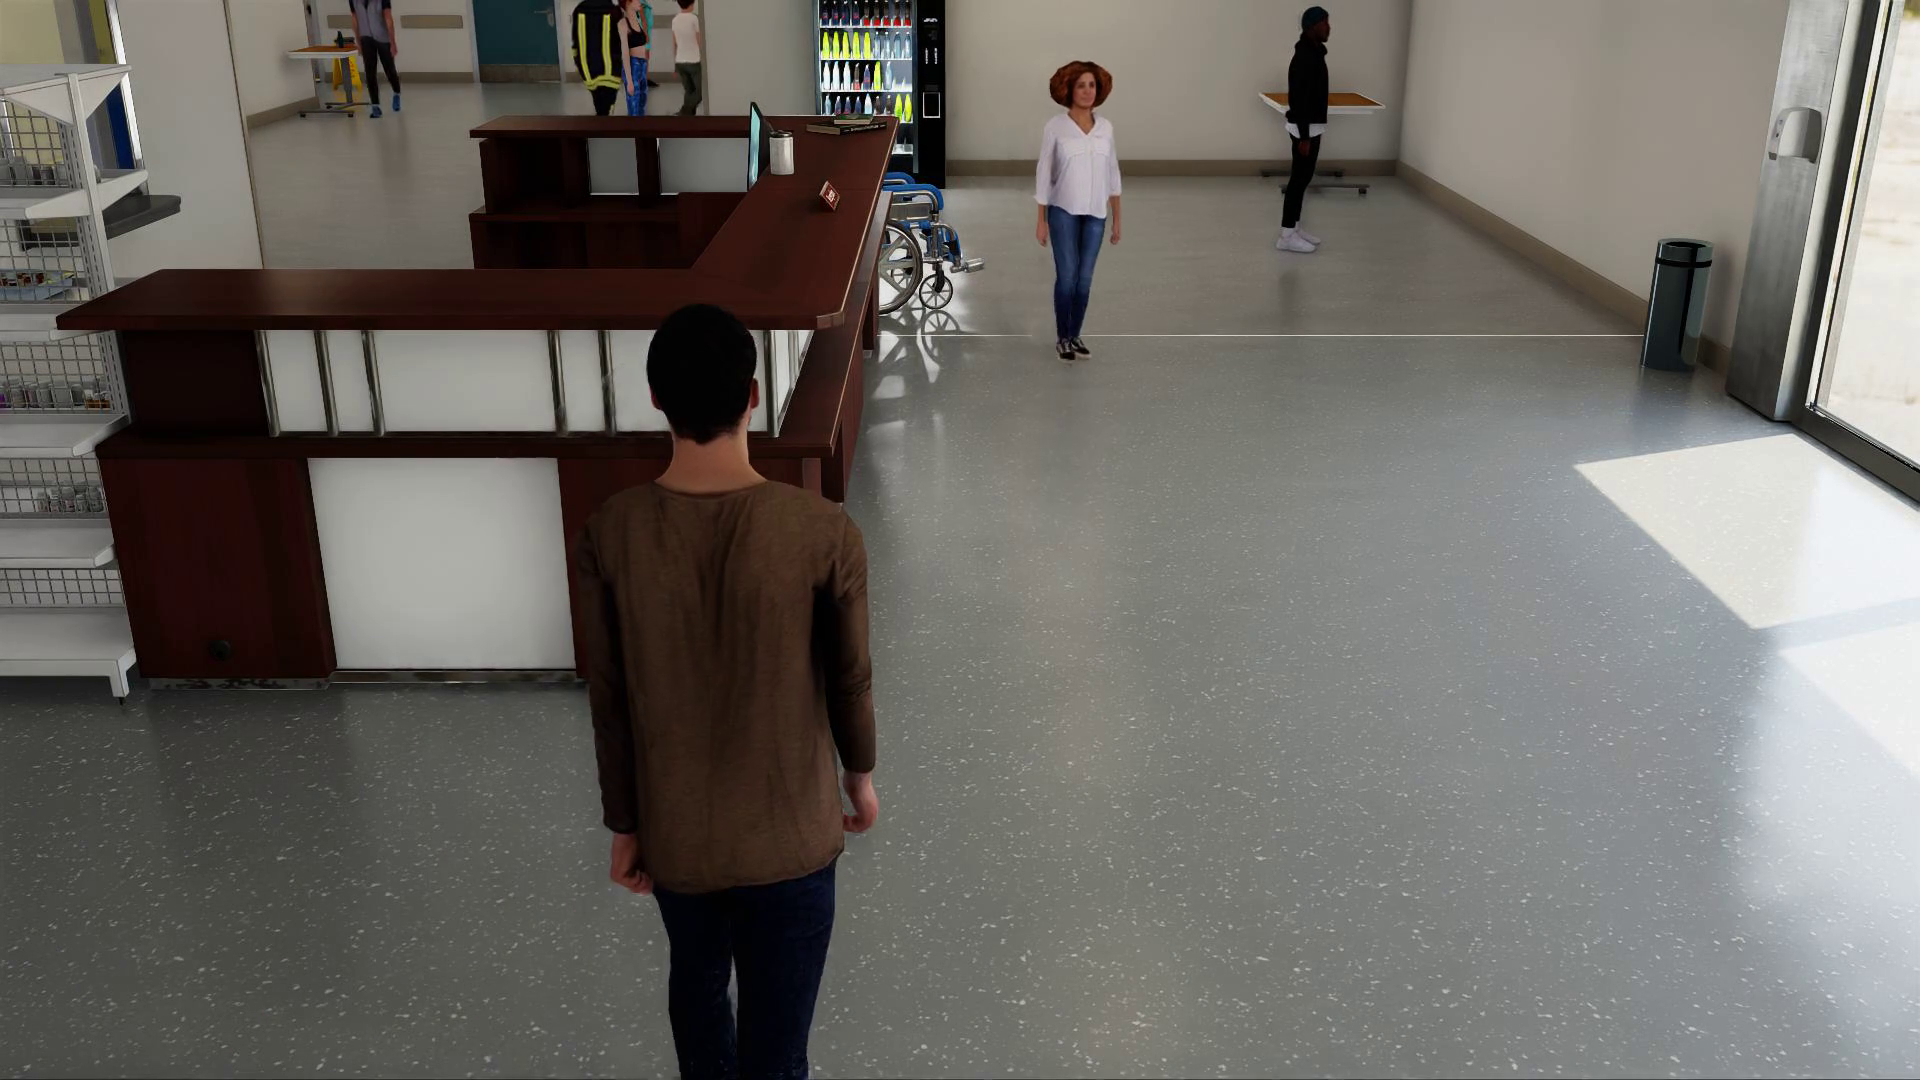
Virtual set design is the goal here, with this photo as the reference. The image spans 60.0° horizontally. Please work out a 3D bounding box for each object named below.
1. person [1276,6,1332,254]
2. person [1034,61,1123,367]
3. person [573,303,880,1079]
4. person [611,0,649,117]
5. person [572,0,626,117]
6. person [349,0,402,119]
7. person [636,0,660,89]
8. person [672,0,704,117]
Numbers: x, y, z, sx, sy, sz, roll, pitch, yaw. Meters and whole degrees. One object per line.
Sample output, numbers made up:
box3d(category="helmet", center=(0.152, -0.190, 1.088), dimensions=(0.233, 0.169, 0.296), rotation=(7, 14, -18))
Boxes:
box3d(category="person", center=(2.651, -3.156, 12.781), dimensions=(0.695, 1.817, 0.743), rotation=(7, 22, 19))
box3d(category="person", center=(0.646, -1.912, 9.655), dimensions=(0.729, 1.704, 0.821), rotation=(-7, 22, -18))
box3d(category="person", center=(-0.407, 0.545, 2.940), dimensions=(0.826, 1.867, 0.766), rotation=(3, 21, 7))
box3d(category="person", center=(-3.220, -4.542, 16.491), dimensions=(0.638, 1.782, 0.615), rotation=(4, 21, 11))
box3d(category="person", center=(-3.802, -4.971, 17.465), dimensions=(1.121, 1.894, 1.051), rotation=(6, 21, 14))
box3d(category="person", center=(-7.337, -6.260, 21.023), dimensions=(1.141, 1.785, 0.810), rotation=(-1, 21, -4))
box3d(category="person", center=(-4.711, -7.544, 24.732), dimensions=(0.633, 1.558, 0.614), rotation=(-7, 22, -17))
box3d(category="person", center=(-3.121, -5.410, 18.981), dimensions=(0.894, 1.640, 0.860), rotation=(11, 23, 26))
